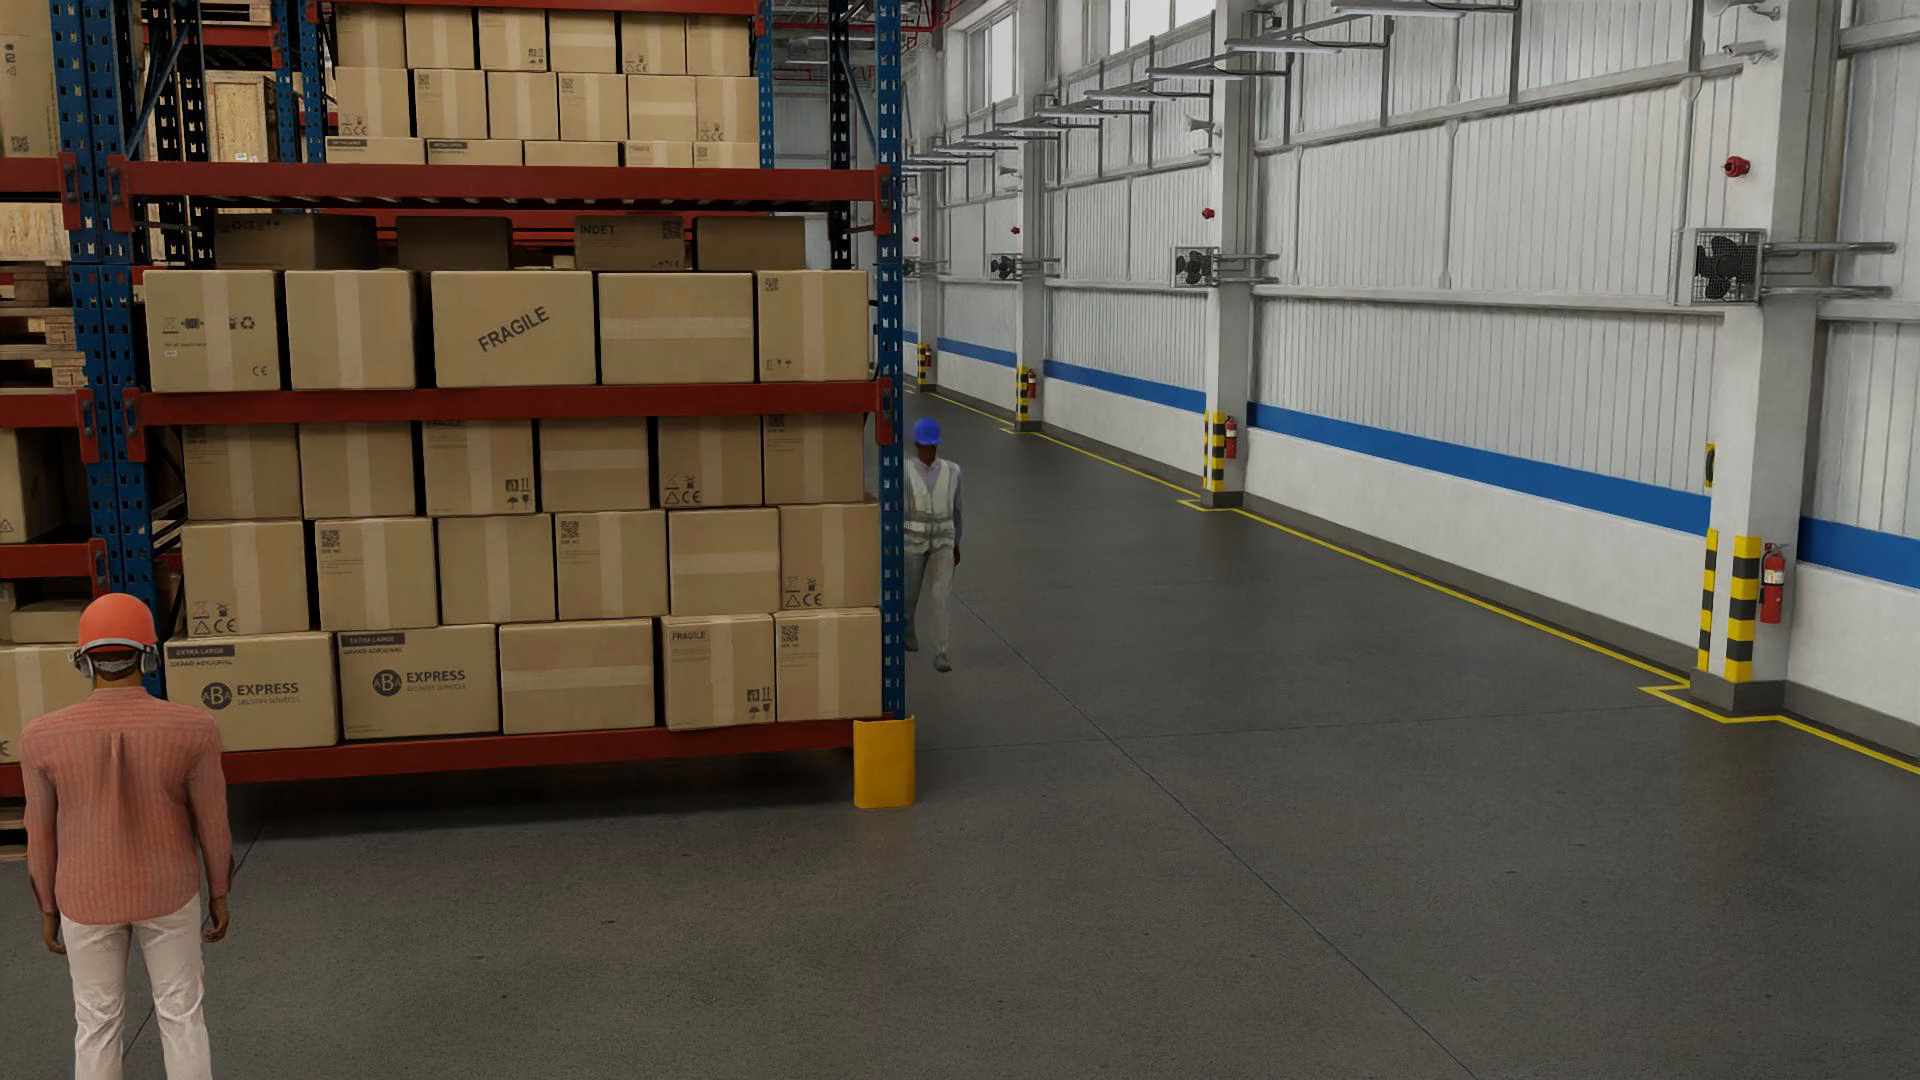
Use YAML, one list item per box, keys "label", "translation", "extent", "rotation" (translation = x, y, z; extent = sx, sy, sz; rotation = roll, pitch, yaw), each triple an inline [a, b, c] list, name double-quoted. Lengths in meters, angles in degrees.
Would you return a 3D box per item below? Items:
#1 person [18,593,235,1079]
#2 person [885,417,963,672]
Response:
- label: "person"
  translation: [-2.716, 1.159, 5.480]
  extent: [0.608, 1.987, 0.405]
  rotation: [-4, 10, -21]
- label: "person"
  translation: [-0.287, -0.004, 12.787]
  extent: [0.625, 1.913, 0.947]
  rotation: [-2, 10, -13]
